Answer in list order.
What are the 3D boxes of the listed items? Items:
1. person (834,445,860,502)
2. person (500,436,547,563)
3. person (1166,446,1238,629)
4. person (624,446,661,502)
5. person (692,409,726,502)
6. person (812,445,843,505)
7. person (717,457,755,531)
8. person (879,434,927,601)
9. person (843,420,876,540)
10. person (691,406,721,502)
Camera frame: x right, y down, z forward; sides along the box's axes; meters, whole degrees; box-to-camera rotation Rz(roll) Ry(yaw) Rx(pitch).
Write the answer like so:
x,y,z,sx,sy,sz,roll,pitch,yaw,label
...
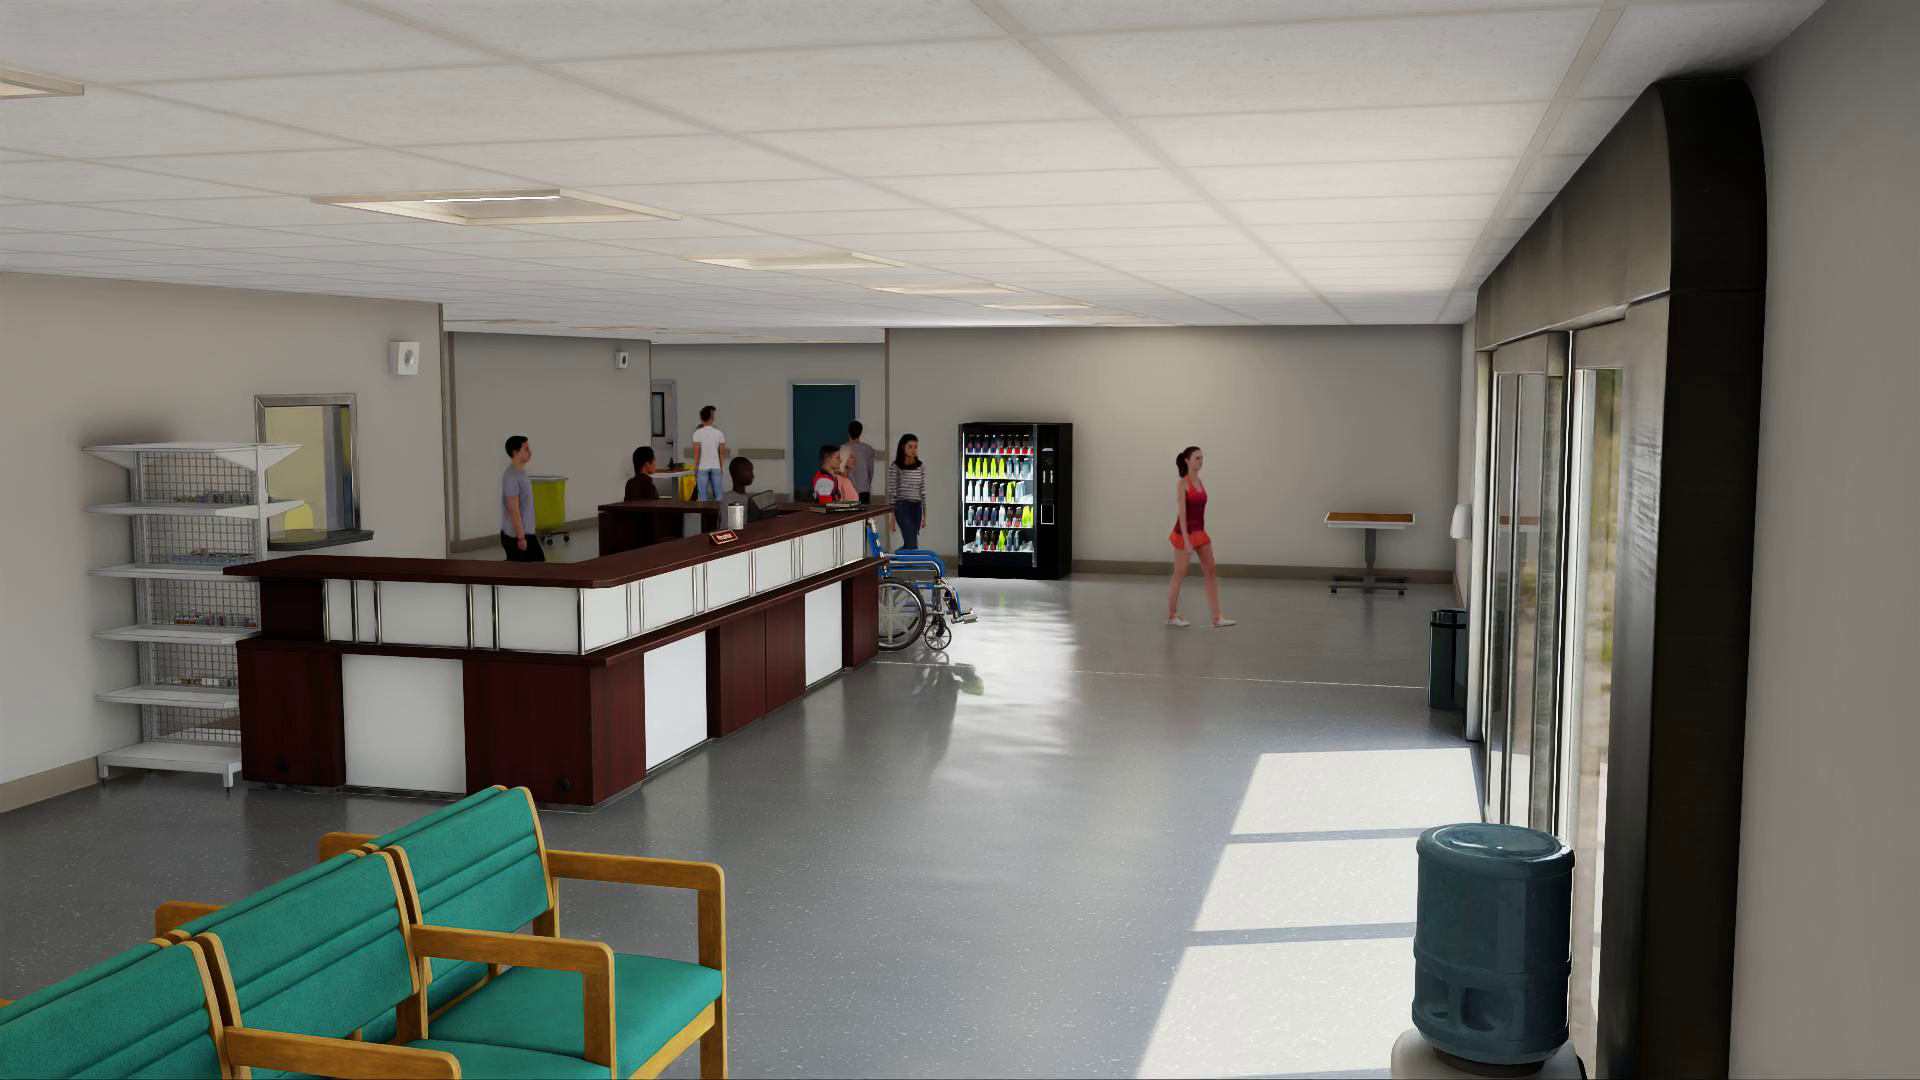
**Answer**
x,y,z,sx,sy,sz,roll,pitch,yaw,label
-1.185,-0.099,16.687,0.554,1.724,0.627,1,6,8,person
-4.169,-0.031,15.373,0.754,1.850,0.782,0,6,0,person
2.122,-0.011,15.820,1.056,1.721,0.864,6,8,44,person
-2.943,0.043,15.067,0.931,1.765,0.865,-6,8,-44,person
-4.022,-1.172,26.660,0.723,1.862,0.820,-2,6,-21,person
-1.325,-0.022,15.814,0.960,1.745,0.790,0,6,0,person
-1.806,0.217,13.315,0.622,1.769,0.689,2,6,23,person
-0.601,-0.223,17.668,1.045,1.758,1.166,-4,7,-36,person
-1.299,-0.567,20.939,1.142,1.804,1.001,-1,6,-7,person
-4.322,-1.270,28.078,1.070,1.773,1.230,-5,7,-39,person
